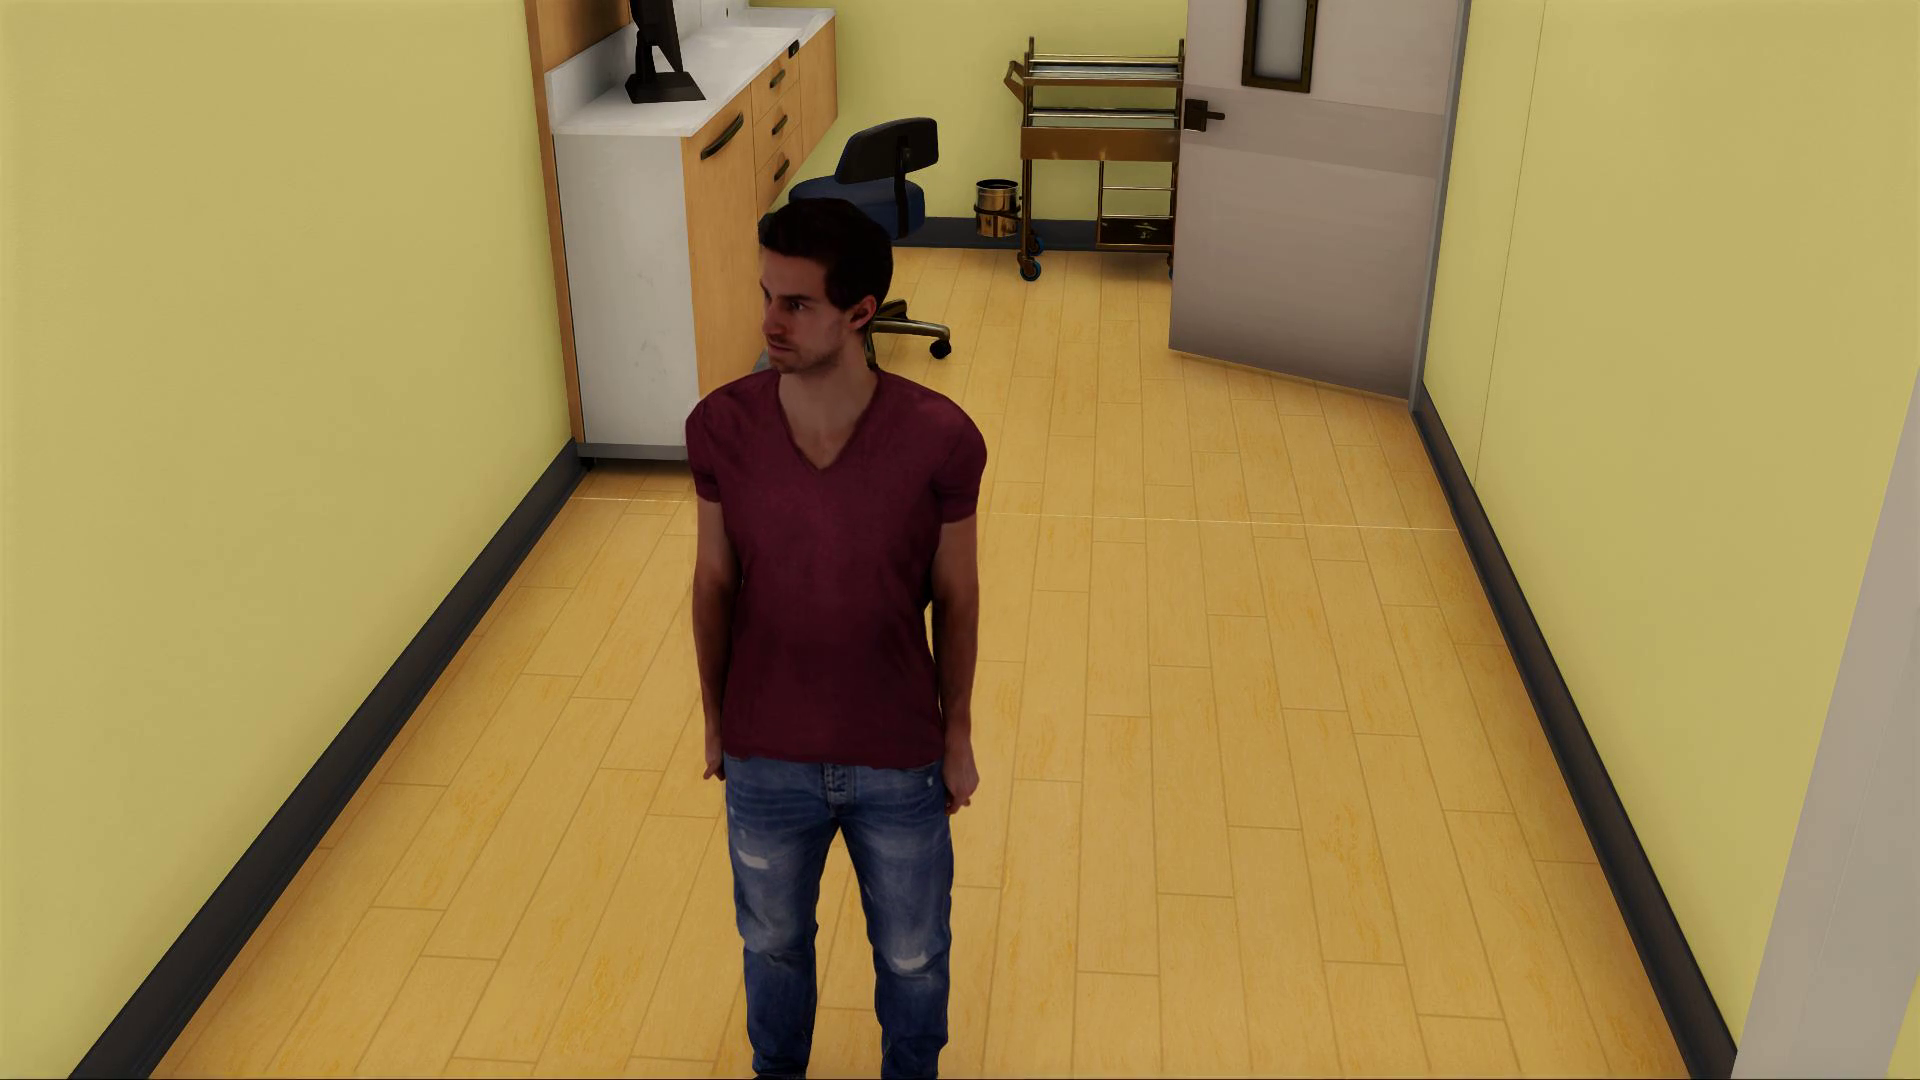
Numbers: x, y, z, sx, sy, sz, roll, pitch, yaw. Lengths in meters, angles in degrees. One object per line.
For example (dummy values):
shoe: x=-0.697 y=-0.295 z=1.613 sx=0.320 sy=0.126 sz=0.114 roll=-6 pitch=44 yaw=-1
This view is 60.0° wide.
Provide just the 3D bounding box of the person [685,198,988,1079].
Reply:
person: x=-0.212 y=0.313 z=2.853 sx=0.501 sy=1.851 sz=0.719 roll=4 pitch=26 yaw=9
